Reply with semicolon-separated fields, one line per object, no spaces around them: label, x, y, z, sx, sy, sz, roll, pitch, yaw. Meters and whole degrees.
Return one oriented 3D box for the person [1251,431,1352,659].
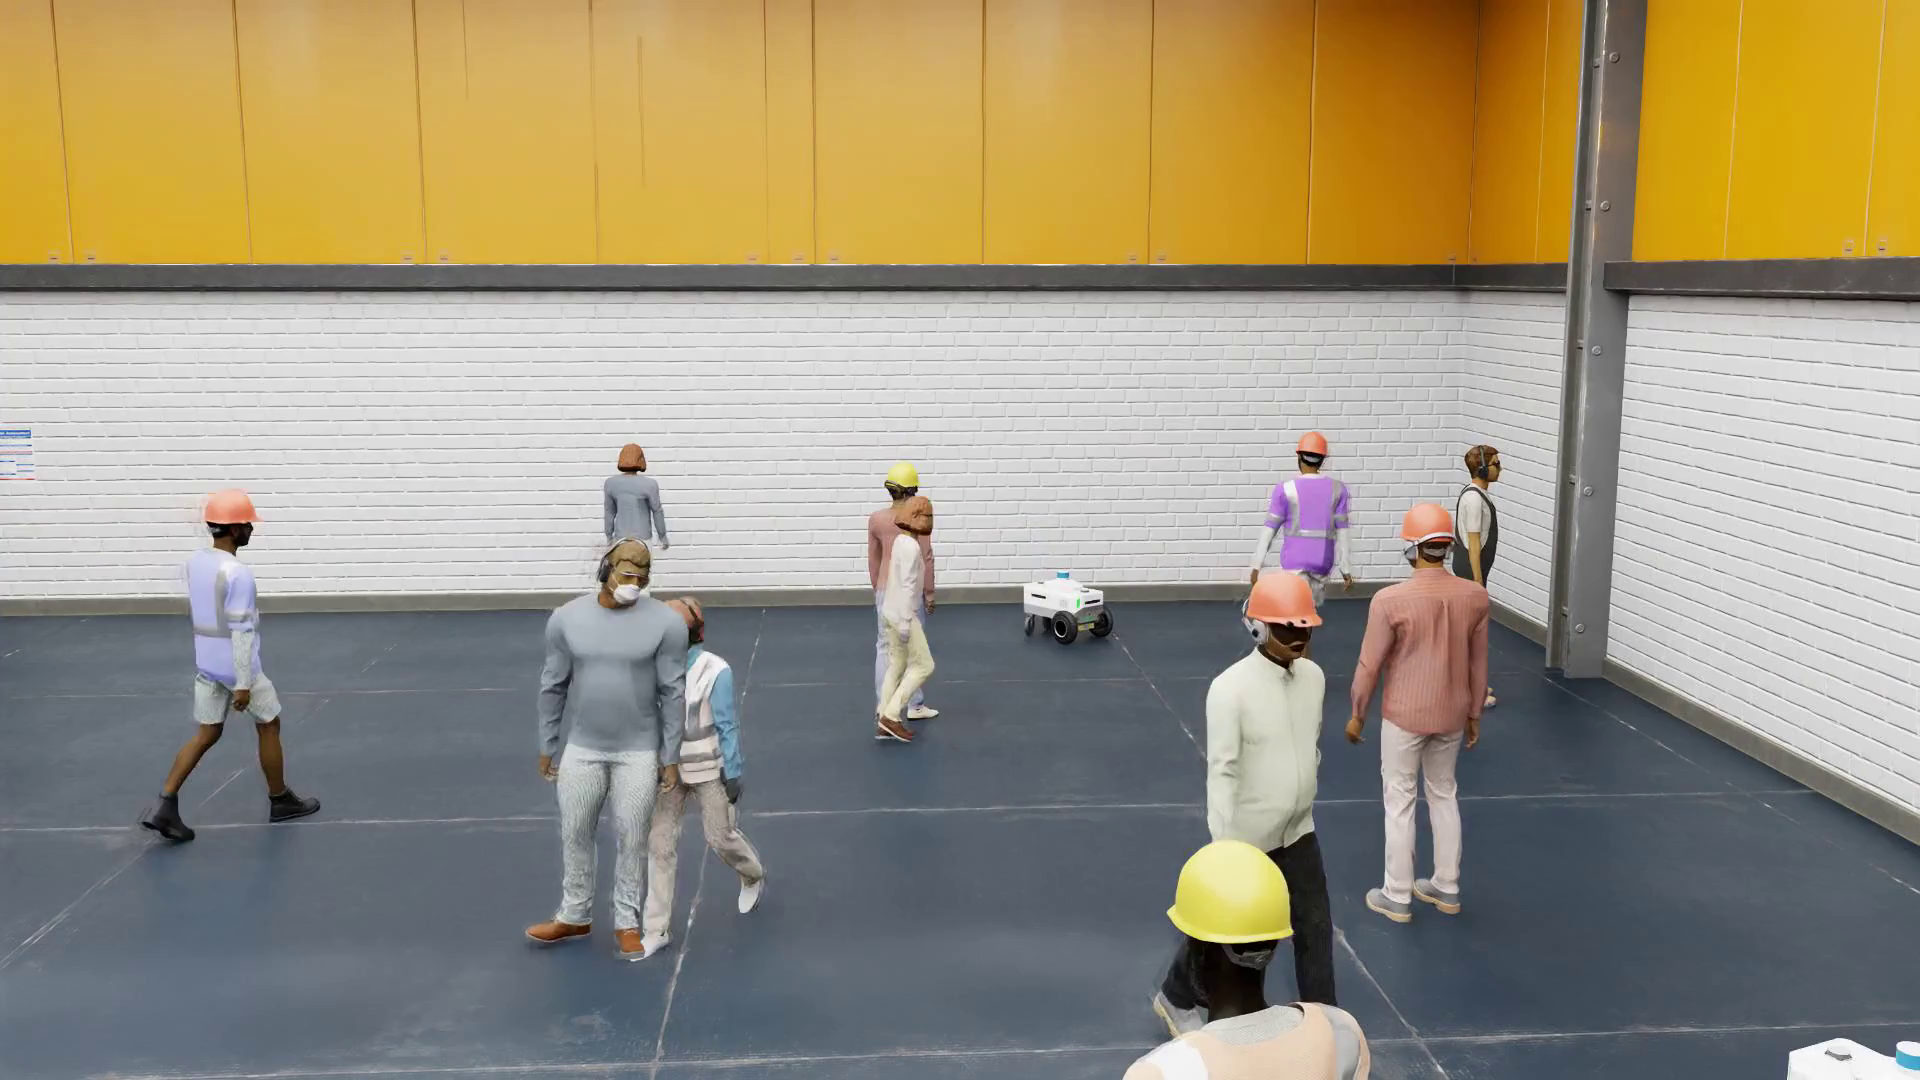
person;2.469;0.161;12.143;0.695;1.890;0.849;-1;9;-7

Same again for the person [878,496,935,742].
person;-0.358;0.516;10.810;0.403;1.605;0.529;-2;9;-11

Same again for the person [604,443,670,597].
person;-2.736;-0.010;14.069;0.522;1.631;0.351;3;9;17

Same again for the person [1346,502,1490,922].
person;2.145;0.811;7.788;0.634;1.988;0.430;-3;9;-17

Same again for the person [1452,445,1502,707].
person;3.663;0.246;11.784;0.341;1.846;0.511;2;9;15

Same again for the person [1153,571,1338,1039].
person;1.142;1.068;6.308;0.635;1.953;0.988;-6;11;-34

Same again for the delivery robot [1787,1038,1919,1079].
delivery robot;3.058;1.865;5.363;0.477;0.478;0.707;-4;10;-25

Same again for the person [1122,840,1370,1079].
person;0.540;1.546;3.363;0.594;1.924;0.382;-5;10;-30

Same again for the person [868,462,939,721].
person;-0.390;0.352;11.368;0.525;1.769;0.313;6;11;32

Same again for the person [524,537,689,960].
person;-1.566;0.924;7.378;0.760;1.912;0.345;1;9;4

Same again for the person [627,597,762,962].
person;-1.204;1.039;7.580;0.530;1.613;0.800;4;10;24

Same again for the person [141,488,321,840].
person;-3.979;0.667;8.972;0.562;1.904;0.924;6;11;34

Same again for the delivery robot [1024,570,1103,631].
delivery robot;0.863;0.497;13.952;0.477;0.478;0.707;-8;12;-40
